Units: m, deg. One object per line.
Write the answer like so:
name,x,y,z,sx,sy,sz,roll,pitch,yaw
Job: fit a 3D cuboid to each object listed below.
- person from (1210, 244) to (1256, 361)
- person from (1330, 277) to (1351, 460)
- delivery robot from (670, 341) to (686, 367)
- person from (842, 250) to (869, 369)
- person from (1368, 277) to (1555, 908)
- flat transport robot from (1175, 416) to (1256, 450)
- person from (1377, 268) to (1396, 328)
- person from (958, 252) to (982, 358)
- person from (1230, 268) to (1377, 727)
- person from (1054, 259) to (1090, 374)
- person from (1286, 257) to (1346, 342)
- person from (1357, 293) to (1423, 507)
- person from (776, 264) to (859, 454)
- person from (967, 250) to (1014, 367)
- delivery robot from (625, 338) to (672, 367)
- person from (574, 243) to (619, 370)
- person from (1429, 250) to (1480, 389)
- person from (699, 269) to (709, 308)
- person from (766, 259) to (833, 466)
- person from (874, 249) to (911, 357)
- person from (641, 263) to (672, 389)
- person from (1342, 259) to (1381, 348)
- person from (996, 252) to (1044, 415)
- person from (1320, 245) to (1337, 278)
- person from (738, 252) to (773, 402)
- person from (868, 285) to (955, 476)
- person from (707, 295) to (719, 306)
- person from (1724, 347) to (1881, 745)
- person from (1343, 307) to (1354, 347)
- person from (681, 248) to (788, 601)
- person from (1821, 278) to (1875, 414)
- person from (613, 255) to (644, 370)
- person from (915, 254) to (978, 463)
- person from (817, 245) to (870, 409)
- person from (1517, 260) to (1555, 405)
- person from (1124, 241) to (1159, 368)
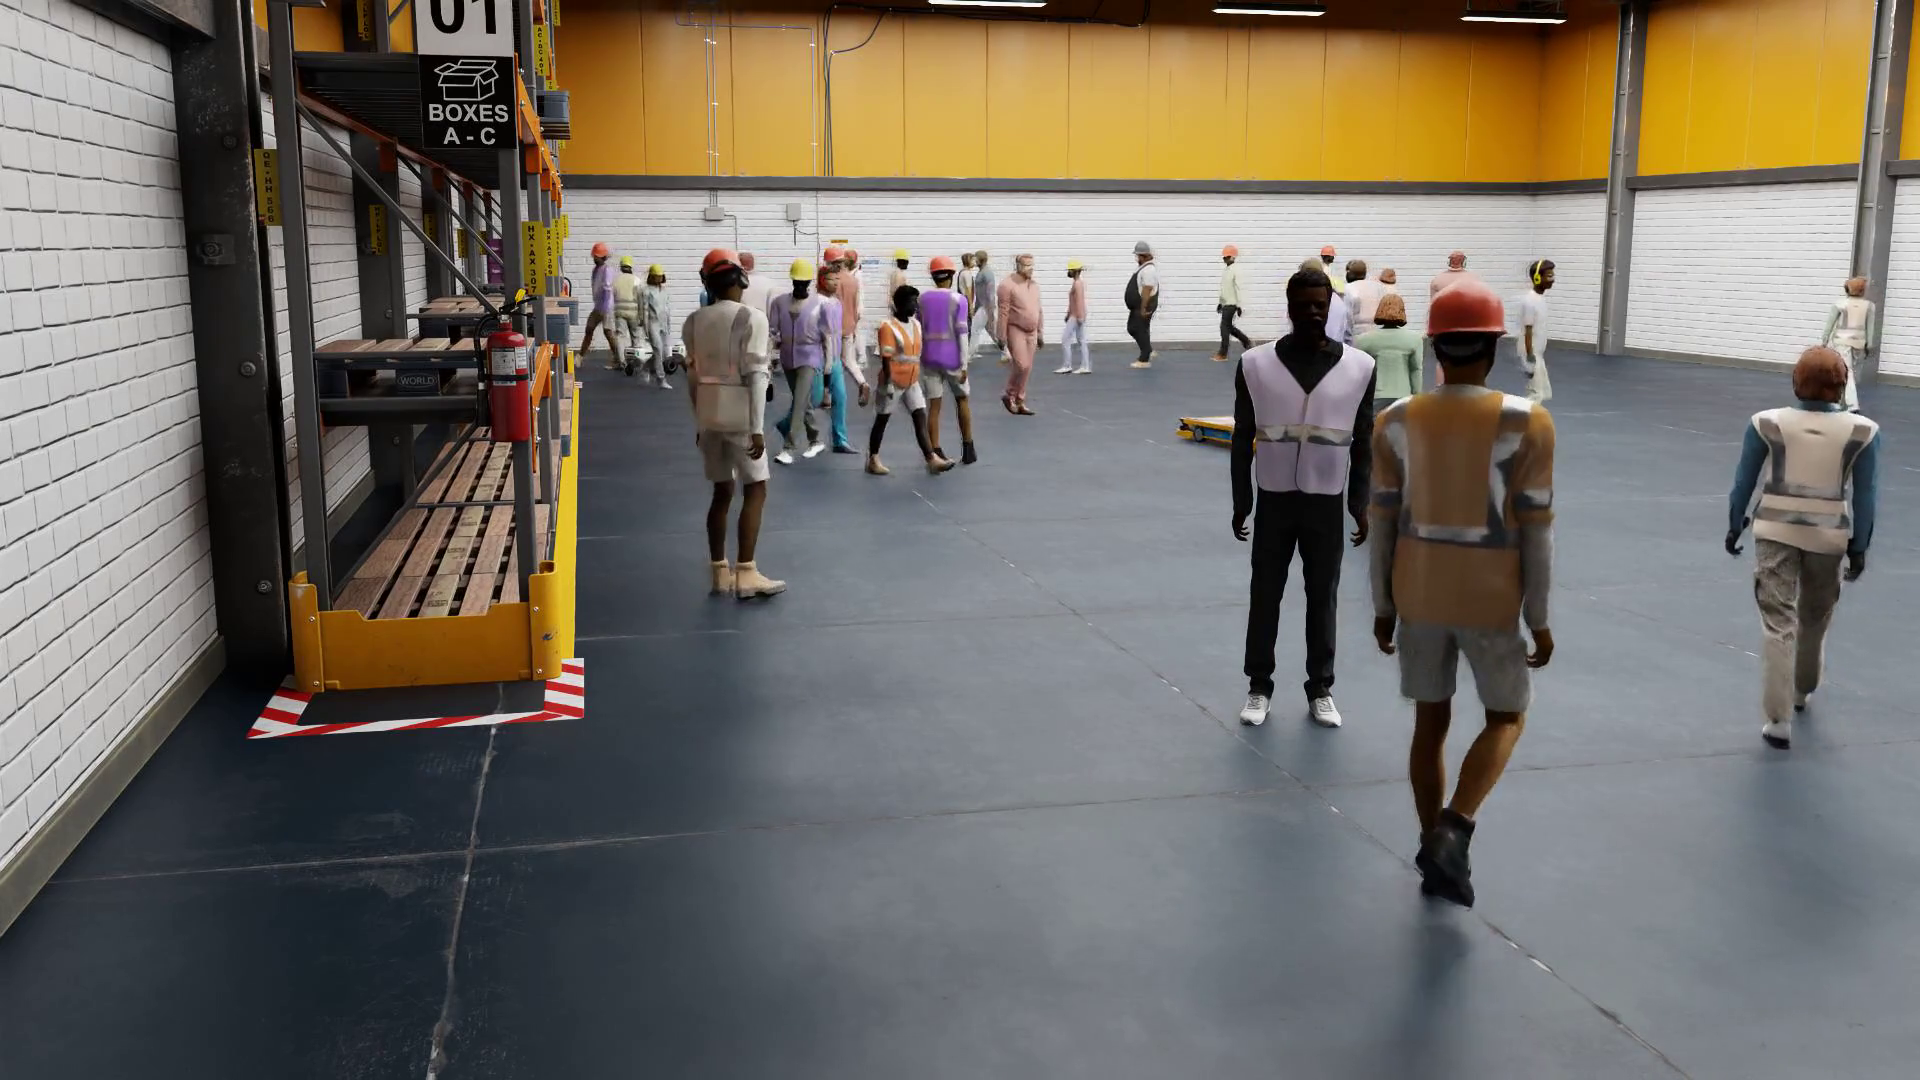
person,4.641,-4.014,28.151,0.808,1.969,0.618,-2,10,-13
person,3.261,-1.541,15.164,0.929,1.709,0.533,-7,13,-36
delivery robot,-4.207,-2.905,25.663,0.477,0.478,0.707,5,11,27
person,-1.704,-3.647,26.361,0.349,1.887,0.585,-5,11,-26
person,1.489,0.182,5.010,0.571,1.925,0.557,7,12,34
flat transport robot,2.830,-1.084,16.616,0.652,0.197,1.431,-5,11,-27
person,6.654,-3.465,26.110,0.756,1.608,0.513,-3,11,-14
person,0.112,-4.006,28.510,0.462,1.854,0.513,-1,10,-5
person,1.434,-0.175,7.005,0.590,1.922,0.391,1,10,7
person,1.689,-3.394,25.332,0.659,1.743,0.530,2,10,11
person,2.909,-1.398,13.880,0.633,1.885,0.920,-5,11,-27
person,3.259,-1.054,12.673,0.499,1.633,0.286,2,10,10
person,-1.380,-1.726,15.911,0.802,1.816,0.587,6,12,29
person,0.405,-3.708,26.701,1.033,1.890,0.653,-1,10,-6
delivery robot,-4.704,-2.809,25.126,0.477,0.478,0.707,9,13,40
person,-5.719,-3.628,25.982,0.838,1.983,0.650,-8,13,-37
person,6.299,-2.725,21.172,0.636,1.911,0.405,4,11,20
person,-3.372,-2.992,23.330,0.702,1.665,0.541,7,12,33
person,-1.466,-1.636,15.267,0.594,1.866,1.045,5,11,24
person,-1.035,-4.088,28.818,0.993,1.878,0.588,-2,10,-11
person,-4.224,-2.957,22.973,0.636,1.726,0.490,8,13,36
person,4.404,-2.216,18.600,0.631,1.825,0.495,-6,12,-32
person,0.739,-2.384,19.318,0.443,1.889,0.667,10,14,44
person,6.586,-4.334,30.004,0.375,1.939,0.546,-1,10,-7
person,-2.587,-2.588,20.453,0.652,1.894,0.530,-7,12,-33
person,-0.459,-1.355,14.282,0.898,1.639,0.553,8,13,39
person,-3.128,-2.963,22.728,0.645,1.823,0.523,-5,11,-27
person,3.478,0.003,6.913,0.529,1.595,0.841,4,11,20
person,3.823,-1.865,17.234,0.504,1.614,0.354,4,11,21
person,-1.313,-0.670,9.550,0.680,1.992,0.529,7,12,33
person,10.467,-2.282,19.592,0.525,1.597,0.854,0,10,0
person,-5.255,-3.578,26.234,0.591,1.804,0.829,0,10,-2
person,-0.123,-1.617,15.060,0.550,1.901,0.773,4,11,22
person,-1.429,-2.526,19.892,0.625,1.976,0.783,-8,13,-39
person,5.487,-1.762,15.992,0.478,1.852,0.540,6,12,29
person,2.897,-3.769,26.590,0.536,2.000,0.699,0,10,-1
